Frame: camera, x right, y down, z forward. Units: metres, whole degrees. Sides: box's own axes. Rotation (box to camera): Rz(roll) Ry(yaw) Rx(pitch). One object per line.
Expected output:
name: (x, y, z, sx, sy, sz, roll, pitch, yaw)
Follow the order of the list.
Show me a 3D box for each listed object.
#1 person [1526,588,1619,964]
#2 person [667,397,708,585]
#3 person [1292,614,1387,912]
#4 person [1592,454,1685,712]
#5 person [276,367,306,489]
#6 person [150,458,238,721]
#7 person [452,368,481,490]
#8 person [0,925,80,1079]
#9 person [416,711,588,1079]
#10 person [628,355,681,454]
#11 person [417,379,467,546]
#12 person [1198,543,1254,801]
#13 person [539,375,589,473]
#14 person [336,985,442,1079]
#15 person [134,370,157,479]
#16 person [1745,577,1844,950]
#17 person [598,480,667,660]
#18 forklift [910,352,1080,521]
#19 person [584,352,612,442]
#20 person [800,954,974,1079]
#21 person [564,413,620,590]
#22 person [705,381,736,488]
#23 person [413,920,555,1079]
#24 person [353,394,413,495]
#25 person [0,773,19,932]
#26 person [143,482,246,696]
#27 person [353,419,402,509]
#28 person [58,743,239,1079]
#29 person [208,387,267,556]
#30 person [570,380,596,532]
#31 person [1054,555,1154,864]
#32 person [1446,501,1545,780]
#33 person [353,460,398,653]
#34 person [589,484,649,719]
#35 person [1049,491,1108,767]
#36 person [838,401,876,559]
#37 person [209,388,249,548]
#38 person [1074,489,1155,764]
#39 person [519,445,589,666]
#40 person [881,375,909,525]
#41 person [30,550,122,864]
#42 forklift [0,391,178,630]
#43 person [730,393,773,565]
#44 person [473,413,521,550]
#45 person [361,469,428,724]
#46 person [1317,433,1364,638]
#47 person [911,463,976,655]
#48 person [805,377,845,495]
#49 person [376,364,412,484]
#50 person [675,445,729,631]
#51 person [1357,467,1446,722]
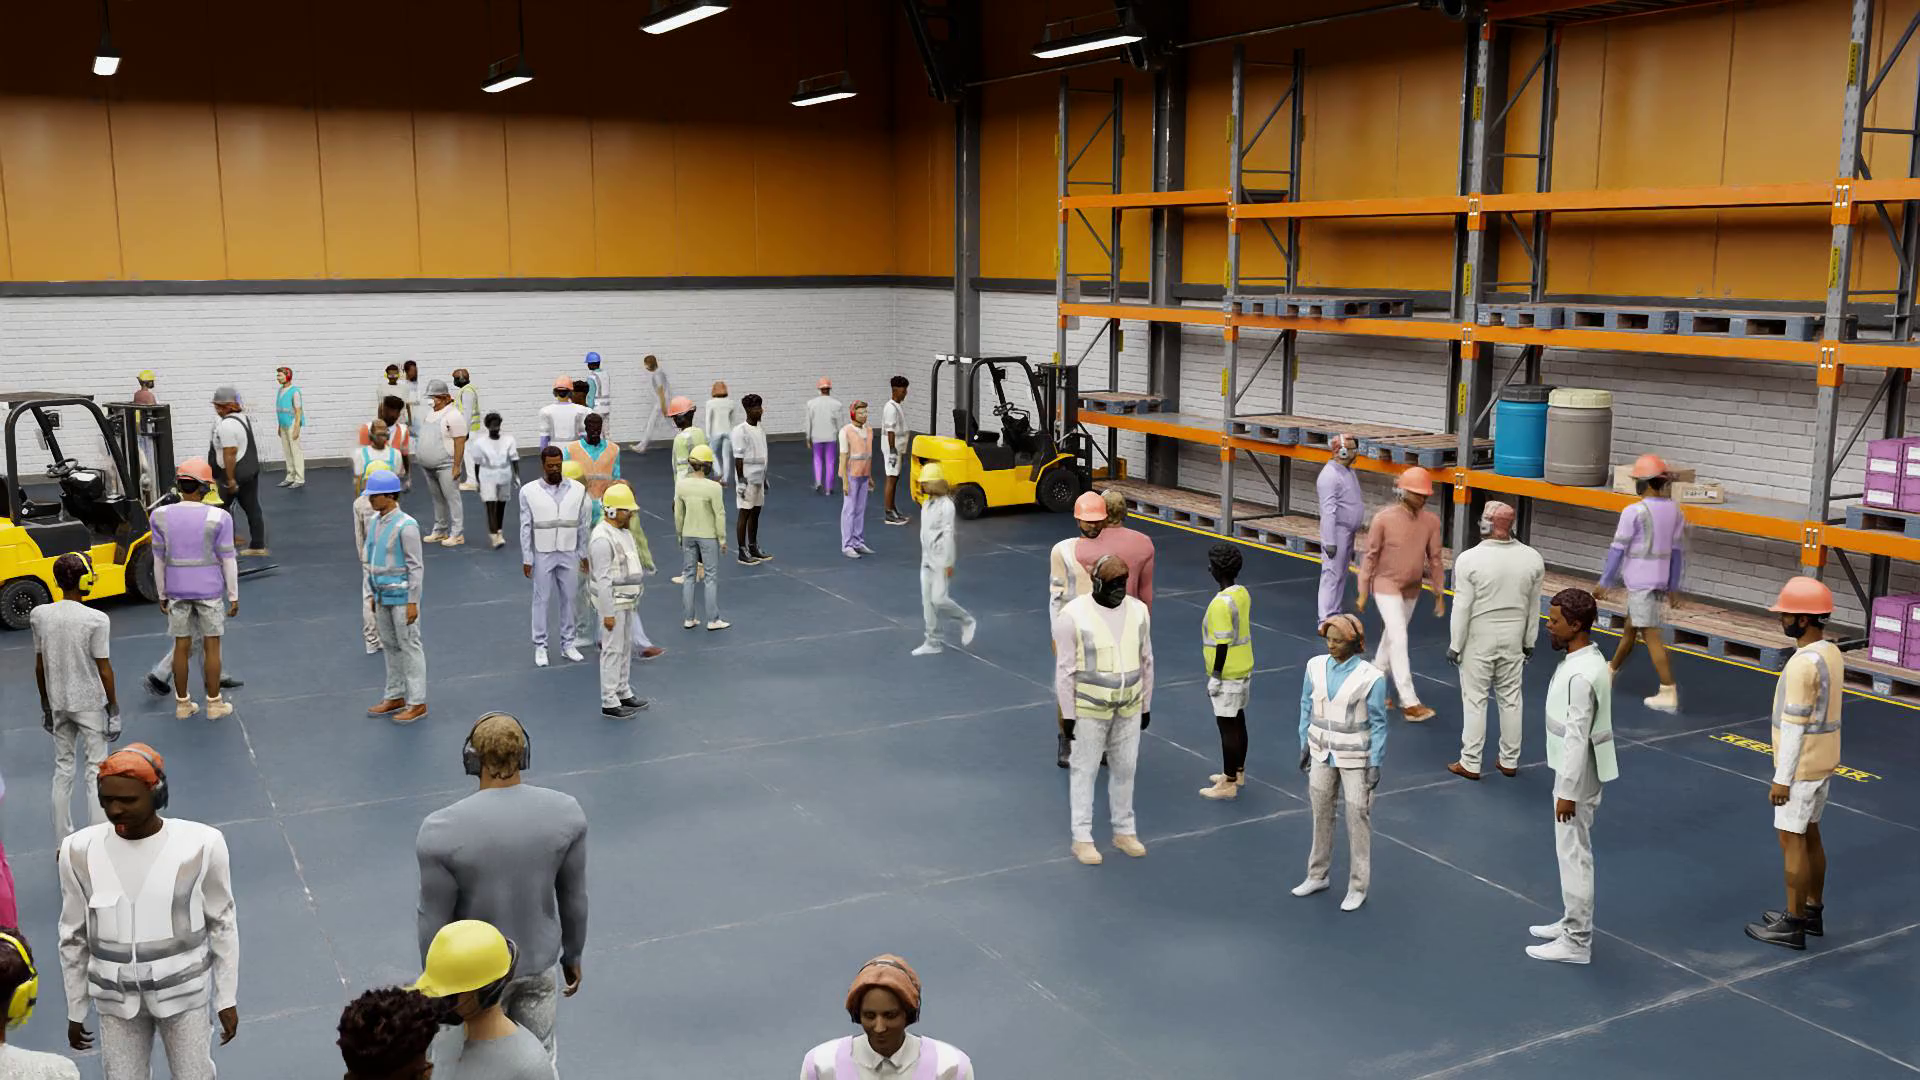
person: (3.121, 1.189, 8.424, 0.391, 1.908, 0.585, 3, 10, 17)
person: (-2.948, -0.529, 17.933, 0.390, 2.034, 0.605, 3, 10, 14)
person: (2.082, 1.203, 9.097, 0.310, 1.636, 0.523, -10, 14, -44)
person: (5.400, 0.313, 13.221, 0.611, 1.987, 1.052, -6, 11, -31)
person: (-10.167, -1.708, 25.255, 0.567, 1.847, 0.389, 8, 13, 39)
person: (-5.816, 0.384, 12.708, 0.607, 2.029, 0.405, -1, 10, -6)
person: (-7.458, -1.672, 25.110, 0.429, 1.830, 0.639, -3, 10, -18)
person: (-2.626, 1.946, 4.378, 0.624, 1.813, 0.997, -3, 10, -15)
person: (-1.671, 1.578, 6.124, 0.635, 1.928, 0.391, -7, 12, -37)
person: (-5.353, -2.394, 29.474, 1.035, 1.755, 0.604, 0, 10, -2)
person: (-6.364, -0.949, 20.326, 0.689, 2.000, 0.539, 8, 13, 39)
person: (1.749, 0.858, 10.904, 0.321, 1.699, 0.535, 5, 11, 25)
person: (-4.944, -1.044, 20.866, 0.615, 2.040, 0.391, -2, 10, -13)
person: (-1.371, 1.986, 3.739, 0.841, 1.939, 0.582, 0, 10, -1)
person: (-12.512, -1.737, 25.661, 0.532, 1.765, 0.328, 7, 12, 35)
person: (4.330, 1.146, 8.609, 0.388, 1.929, 0.539, 8, 13, 40)
person: (-2.928, 0.260, 14.672, 0.827, 1.590, 0.510, 4, 10, 20)
forklift: (0.460, -1.461, 22.833, 2.313, 2.155, 1.214, -5, 11, -28)
person: (-5.988, -2.139, 27.481, 0.416, 1.939, 0.604, 3, 10, 18)
person: (-0.209, 1.961, 4.728, 0.515, 1.641, 0.309, 0, 10, -2)
person: (-3.878, -0.404, 17.599, 0.584, 1.905, 0.404, -4, 11, -23)
person: (-3.648, -1.601, 25.268, 0.532, 1.617, 0.386, -6, 11, -31)
person: (-1.333, 1.905, 4.694, 0.533, 1.765, 0.329, 8, 13, 38)
person: (-6.704, -0.734, 19.381, 0.445, 1.932, 0.684, 9, 13, 41)
person: (-4.986, 1.327, 8.417, 0.274, 1.627, 0.503, -5, 11, -28)
person: (-6.200, 0.395, 13.321, 0.708, 1.793, 0.648, -5, 11, -26)
person: (-6.242, -0.406, 17.854, 0.511, 1.819, 0.858, -5, 11, -27)
person: (-2.869, 1.633, 5.909, 0.584, 1.882, 0.339, -2, 10, -9)
person: (-8.543, -0.794, 19.435, 0.748, 2.000, 0.693, 1, 10, 3)
person: (-4.795, -1.056, 21.155, 0.367, 1.966, 0.606, -4, 11, -23)
person: (0.862, 0.988, 9.794, 0.632, 1.835, 0.429, -4, 11, -22)
person: (3.610, 0.683, 11.318, 0.654, 1.905, 0.408, -2, 10, -12)
person: (-5.147, 0.157, 14.819, 0.487, 1.744, 0.294, 4, 10, 20)
person: (-2.636, 0.471, 12.802, 0.403, 1.818, 0.601, 1, 10, 5)
person: (0.894, 0.621, 11.581, 0.543, 1.939, 0.361, -2, 10, -11)
person: (-1.223, -0.721, 19.573, 0.396, 1.847, 0.565, 6, 12, 32)
person: (-8.862, -0.871, 20.184, 0.434, 1.936, 0.618, -3, 10, -17)
person: (1.055, 0.603, 11.681, 0.638, 1.938, 0.356, -4, 11, -22)
person: (-3.536, 0.123, 14.507, 0.591, 1.918, 0.383, -6, 12, -32)
person: (-0.844, -1.193, 21.967, 0.386, 1.958, 0.608, 1, 10, 6)
person: (-5.139, 0.987, 9.714, 0.512, 1.861, 0.325, 1, 10, 8)
forklift: (-9.026, -0.363, 16.508, 1.214, 2.155, 2.313, 6, 11, 29)
person: (-2.392, -0.707, 19.144, 0.368, 1.967, 0.600, 4, 11, 22)
person: (-5.594, -0.715, 20.120, 0.535, 1.636, 0.898, -6, 12, -31)
person: (-4.316, 0.426, 12.679, 0.606, 1.947, 0.406, 8, 13, 40)
person: (3.543, -0.039, 15.464, 0.409, 1.909, 0.652, 5, 11, 27)
person: (-0.161, 0.166, 14.785, 0.525, 1.728, 0.500, -6, 12, -33)
person: (-1.984, -1.535, 24.573, 0.593, 1.734, 0.370, 0, 10, 3)
person: (-8.721, -1.782, 25.657, 0.509, 1.860, 0.333, -4, 11, -20)
person: (-2.446, -0.023, 15.792, 0.533, 1.765, 0.325, 4, 11, 22)
person: (3.454, 0.411, 12.761, 0.625, 1.942, 0.958, -5, 11, -25)
